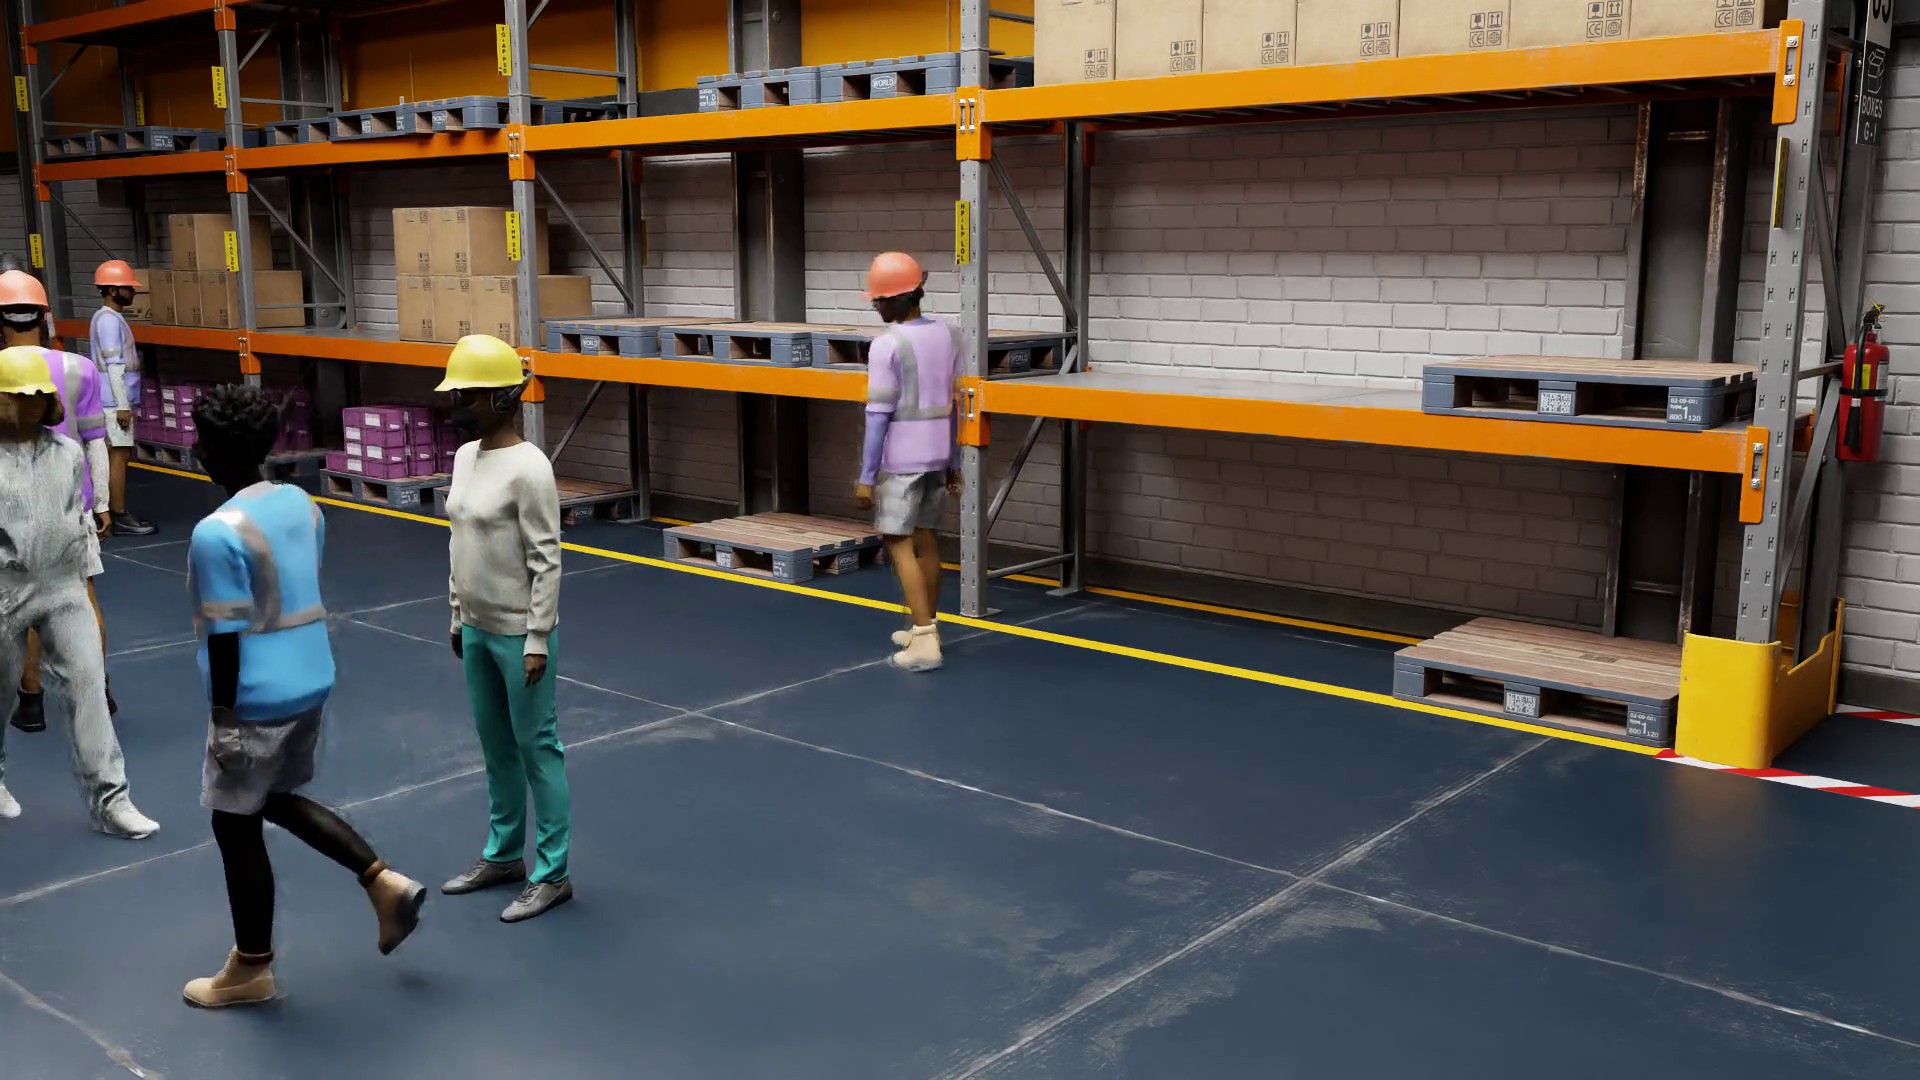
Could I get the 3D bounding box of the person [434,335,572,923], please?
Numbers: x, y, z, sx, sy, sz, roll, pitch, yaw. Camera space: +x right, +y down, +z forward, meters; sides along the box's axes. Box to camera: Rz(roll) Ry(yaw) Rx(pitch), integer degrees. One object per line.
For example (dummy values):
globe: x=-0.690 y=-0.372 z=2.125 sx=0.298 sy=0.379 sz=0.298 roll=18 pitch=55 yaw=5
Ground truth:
person: x=-1.398 y=0.266 z=5.053 sx=0.525 sy=1.769 sz=0.316 roll=9 pitch=14 yaw=43

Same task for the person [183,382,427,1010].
person: x=-1.782 y=0.416 z=4.431 sx=0.539 sy=1.674 sz=0.554 roll=1 pitch=10 yaw=3

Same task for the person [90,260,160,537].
person: x=-5.913 y=-0.995 z=11.743 sx=0.379 sy=1.937 sz=0.548 roll=-6 pitch=11 yaw=-29

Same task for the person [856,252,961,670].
person: x=-0.199 y=-0.378 z=8.112 sx=0.611 sy=2.004 sz=0.678 roll=8 pitch=13 yaw=39

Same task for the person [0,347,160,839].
person: x=-3.206 y=0.181 z=5.738 sx=0.924 sy=1.692 sz=0.499 roll=6 pitch=11 yaw=30

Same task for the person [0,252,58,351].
person: x=-7.642 y=-1.346 z=13.444 sx=0.980 sy=2.000 sz=0.687 roll=6 pitch=12 yaw=32

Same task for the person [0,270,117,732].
person: x=-3.870 y=-0.158 z=6.995 sx=0.542 sy=1.931 sz=0.366 roll=-7 pitch=12 yaw=-33
